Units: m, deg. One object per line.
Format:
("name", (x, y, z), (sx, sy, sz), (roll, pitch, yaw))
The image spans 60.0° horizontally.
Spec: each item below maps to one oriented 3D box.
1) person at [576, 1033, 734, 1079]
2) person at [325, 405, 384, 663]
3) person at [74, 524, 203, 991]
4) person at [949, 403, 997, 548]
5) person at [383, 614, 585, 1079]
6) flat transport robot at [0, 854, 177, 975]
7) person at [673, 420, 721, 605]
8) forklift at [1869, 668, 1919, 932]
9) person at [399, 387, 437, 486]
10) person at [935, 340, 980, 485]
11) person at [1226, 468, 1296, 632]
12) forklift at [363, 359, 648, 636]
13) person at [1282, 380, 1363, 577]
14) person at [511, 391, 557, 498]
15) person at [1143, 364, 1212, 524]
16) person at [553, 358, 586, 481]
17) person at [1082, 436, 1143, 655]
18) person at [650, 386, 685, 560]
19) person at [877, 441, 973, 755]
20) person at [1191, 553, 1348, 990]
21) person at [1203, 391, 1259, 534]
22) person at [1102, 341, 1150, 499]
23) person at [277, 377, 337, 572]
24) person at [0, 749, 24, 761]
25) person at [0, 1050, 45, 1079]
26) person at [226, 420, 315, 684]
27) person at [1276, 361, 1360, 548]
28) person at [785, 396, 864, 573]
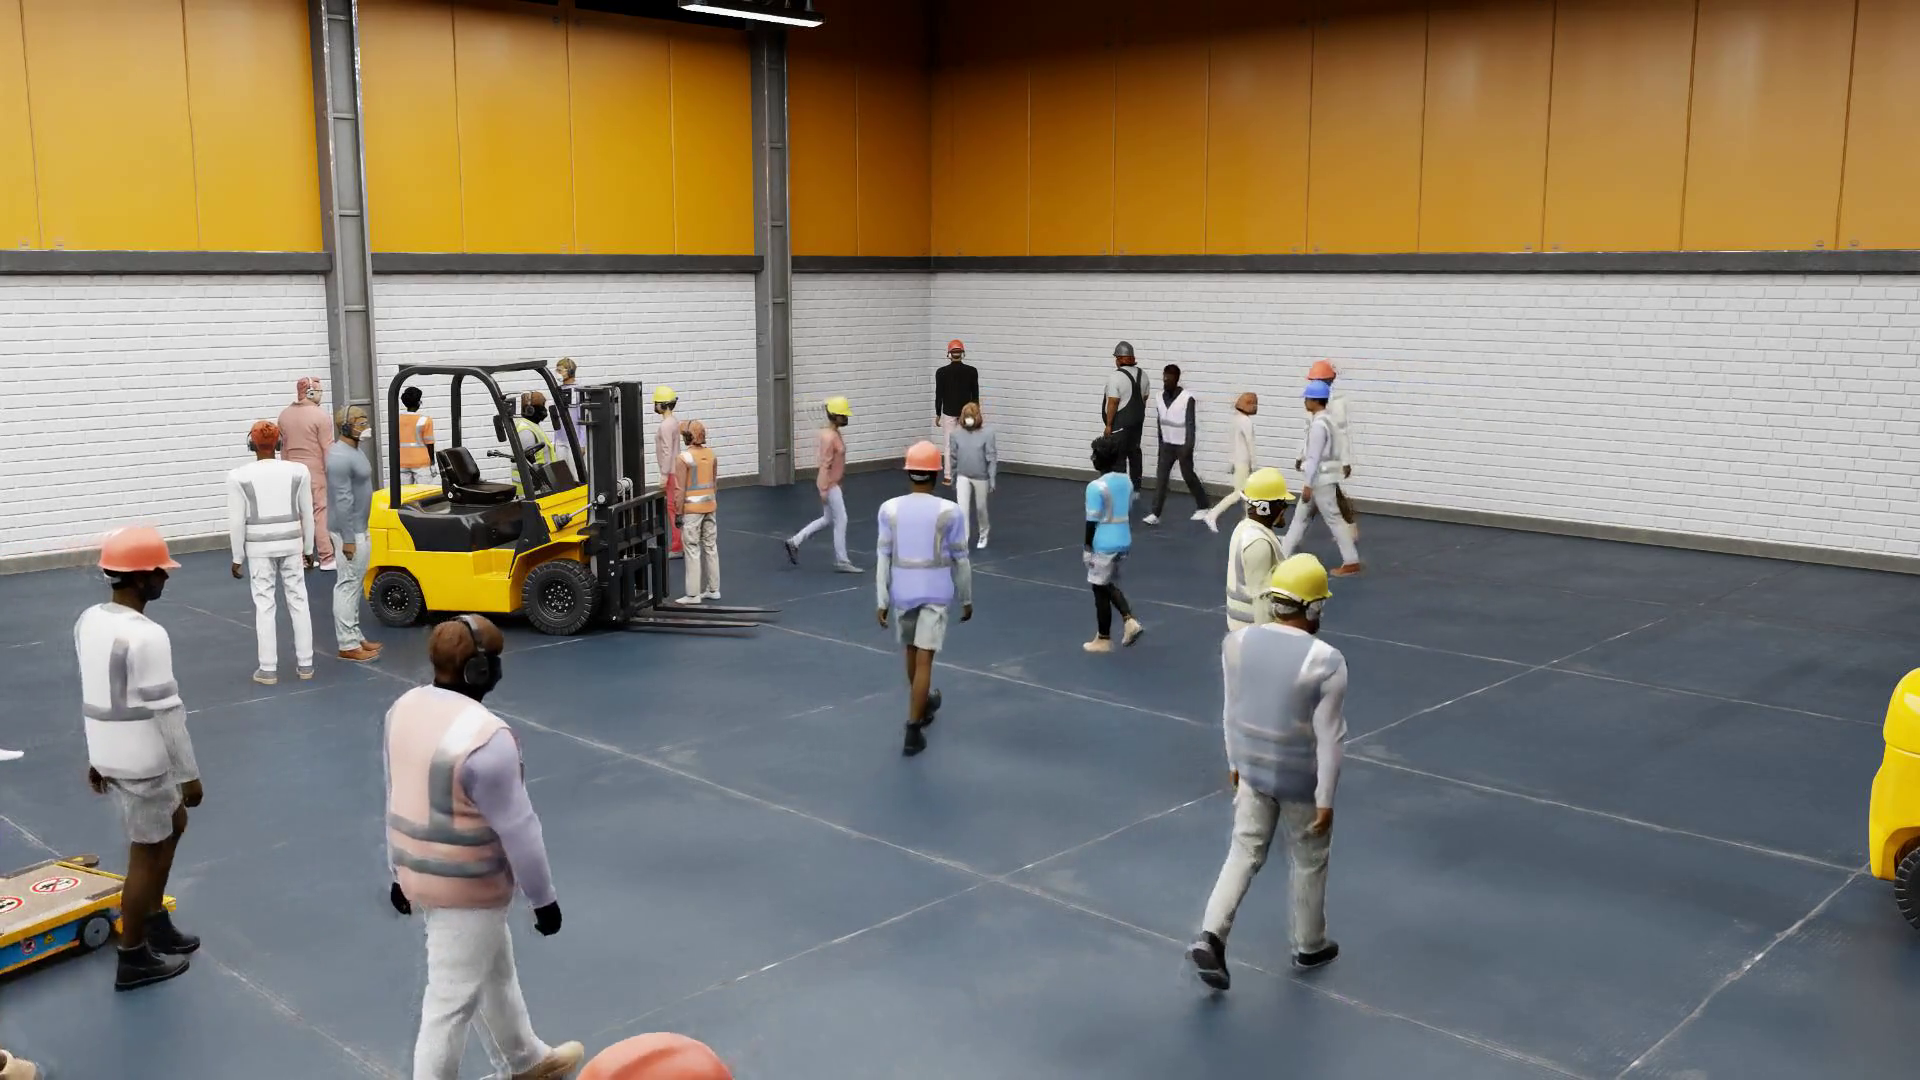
("person", (-0.320, 1.604, 2.520), (0.756, 1.910, 0.545), (-8, 12, -39))
("person", (-4.580, -0.053, 12.546), (0.362, 1.938, 0.631), (-2, 9, -10))
("person", (-3.327, 0.881, 6.875), (0.566, 1.915, 0.570), (7, 12, 37))
("person", (0.143, -0.651, 17.315), (0.518, 1.584, 0.848), (2, 9, 10))
("person", (-1.574, 1.137, 5.658), (0.880, 1.805, 0.660), (-9, 13, -44))
("flat transport robot", (-4.166, 1.674, 7.057), (0.652, 0.197, 1.431), (5, 10, 26))
("person", (-2.320, -0.244, 14.670), (0.311, 1.632, 0.517), (6, 11, 33))
("forklift", (5.205, 0.723, 7.013), (2.313, 2.155, 1.214), (9, 13, 43))
("person", (-5.886, -0.807, 17.946), (0.530, 1.689, 0.321), (3, 10, 18))
("person", (-0.040, -1.732, 22.699), (0.608, 1.987, 0.388), (-1, 9, -8))
("person", (1.720, 0.502, 9.469), (0.404, 1.833, 0.590), (0, 9, 1))
("forklift", (-3.850, -0.407, 13.936), (2.313, 2.155, 1.214), (2, 9, 11))
("person", (3.410, -0.583, 15.931), (1.027, 1.894, 0.630), (3, 10, 16))
("person", (-3.878, -0.440, 15.223), (0.429, 1.844, 0.626), (-2, 9, -12))
("person", (2.535, -1.113, 19.323), (1.013, 1.867, 0.645), (-8, 12, -41))
("person", (-4.480, -1.125, 19.122), (0.630, 1.940, 0.370), (9, 13, 43))
("person", (1.130, 0.049, 12.670), (0.393, 1.685, 0.551), (7, 12, 38))
("person", (-2.967, -0.680, 16.919), (0.328, 1.769, 0.526), (0, 9, 2))
("person", (-0.207, 0.324, 10.393), (0.563, 1.879, 1.008), (2, 10, 14))
("person", (1.285, 0.953, 6.801), (0.594, 1.811, 0.793), (8, 12, 41))
("person", (3.089, -0.853, 18.473), (0.715, 1.602, 0.486), (0, 9, 0))
("person", (2.054, -1.513, 21.186), (0.674, 2.000, 0.535), (-8, 12, -40))
("person", (-6.326, -0.641, 16.270), (0.639, 1.904, 0.402), (4, 10, 23))
("person", (-5.954, 0.461, 9.716), (0.616, 1.875, 0.554), (-6, 11, -33))
("person", (-3.365, 1.118, 5.164), (0.617, 2.012, 0.940), (3, 10, 16))
("person", (-4.895, 0.087, 11.863), (0.574, 1.883, 0.360), (-6, 11, -33))
("person", (3.854, -0.904, 17.644), (1.072, 1.983, 0.645), (-3, 10, -15))
("person", (-1.329, -0.532, 16.098), (0.744, 1.726, 0.571), (1, 9, 6))
